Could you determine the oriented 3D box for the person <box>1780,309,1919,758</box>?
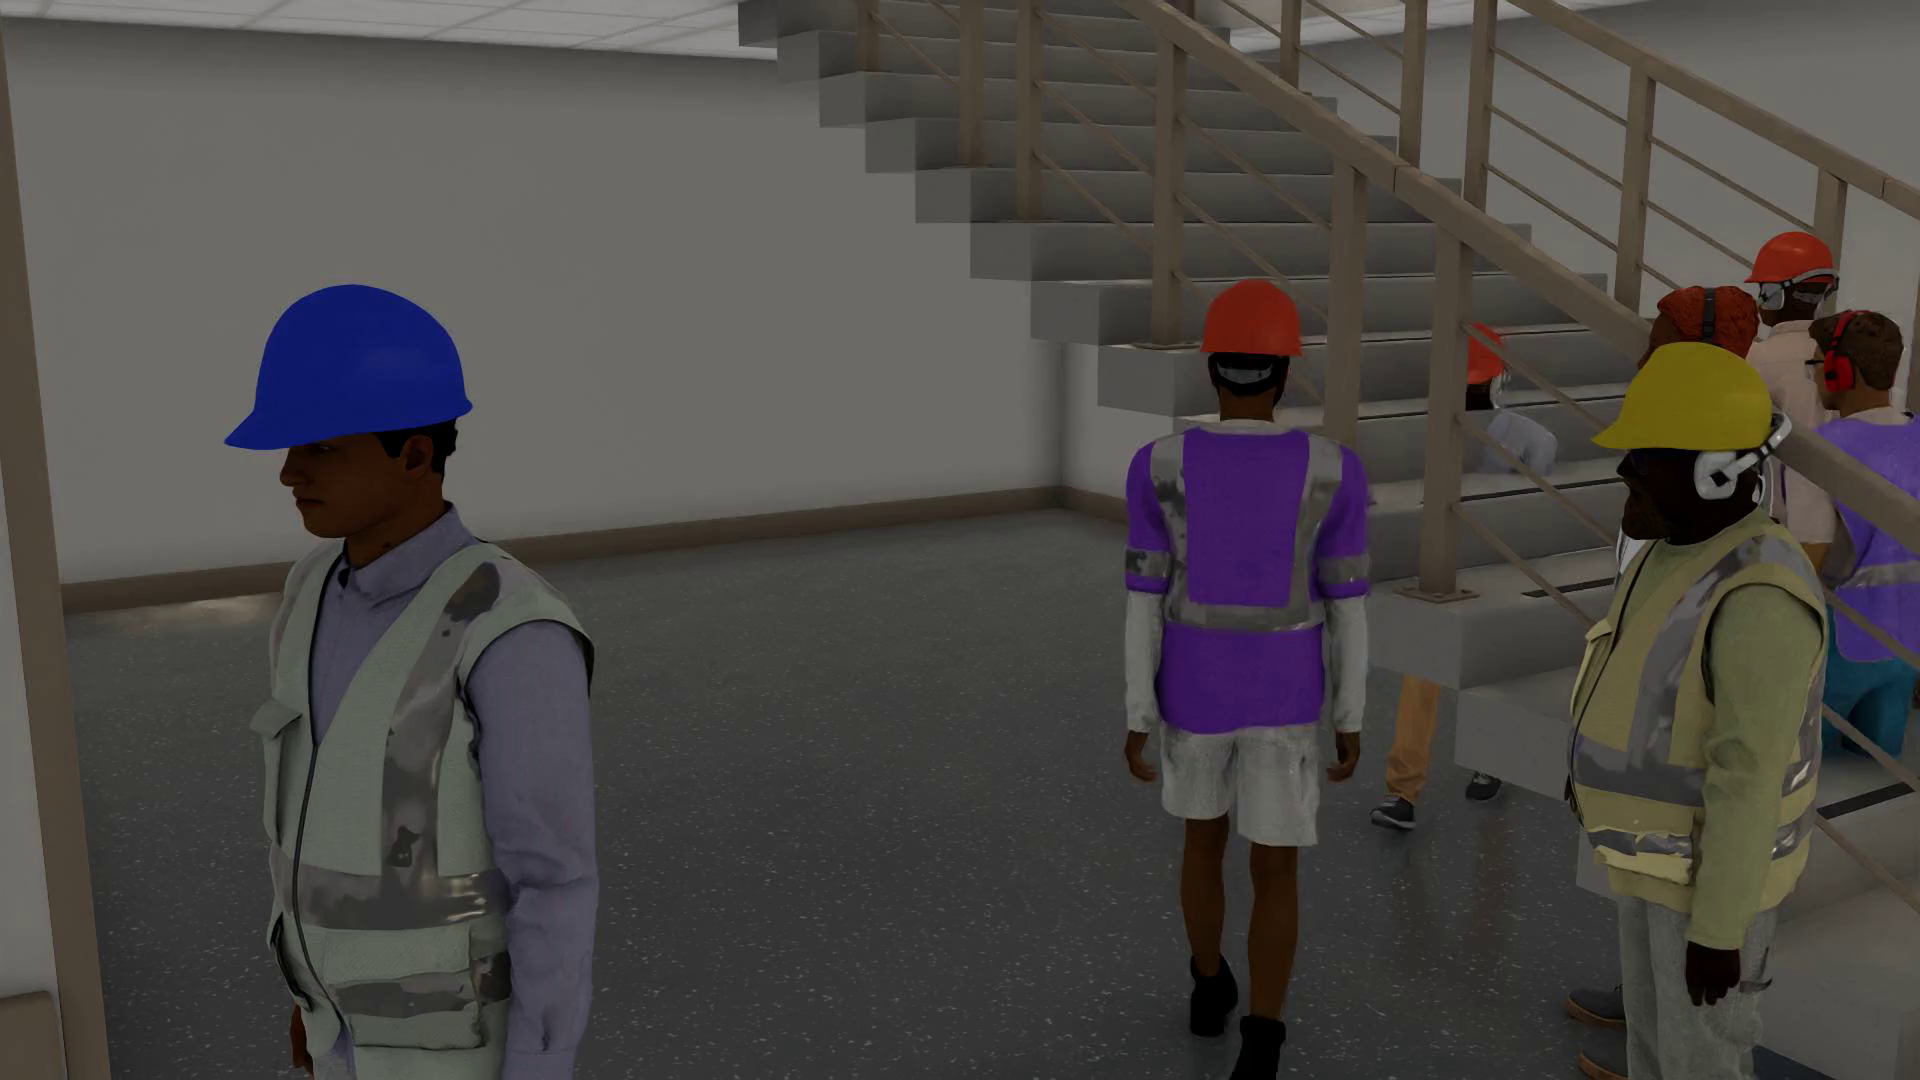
[{"bbox_3d":[2.410,0.310,4.370,0.591,1.810,0.767,-4,12,-21],"label":"person"}]

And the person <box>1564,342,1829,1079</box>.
[{"bbox_3d":[1.293,0.561,2.987,0.405,1.823,0.590,1,11,7],"label":"person"}]

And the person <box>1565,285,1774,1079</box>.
[{"bbox_3d":[1.683,0.353,3.908,0.356,1.883,0.573,3,11,16],"label":"person"}]

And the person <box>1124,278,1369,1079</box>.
[{"bbox_3d":[0.638,0.366,3.794,0.554,1.909,0.897,2,11,11],"label":"person"}]

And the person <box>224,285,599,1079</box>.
[{"bbox_3d":[-0.727,0.637,2.249,0.605,1.946,0.399,8,14,37],"label":"person"}]

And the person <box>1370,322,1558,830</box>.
[{"bbox_3d":[1.691,0.122,5.583,0.561,1.694,0.903,7,13,32],"label":"person"}]
